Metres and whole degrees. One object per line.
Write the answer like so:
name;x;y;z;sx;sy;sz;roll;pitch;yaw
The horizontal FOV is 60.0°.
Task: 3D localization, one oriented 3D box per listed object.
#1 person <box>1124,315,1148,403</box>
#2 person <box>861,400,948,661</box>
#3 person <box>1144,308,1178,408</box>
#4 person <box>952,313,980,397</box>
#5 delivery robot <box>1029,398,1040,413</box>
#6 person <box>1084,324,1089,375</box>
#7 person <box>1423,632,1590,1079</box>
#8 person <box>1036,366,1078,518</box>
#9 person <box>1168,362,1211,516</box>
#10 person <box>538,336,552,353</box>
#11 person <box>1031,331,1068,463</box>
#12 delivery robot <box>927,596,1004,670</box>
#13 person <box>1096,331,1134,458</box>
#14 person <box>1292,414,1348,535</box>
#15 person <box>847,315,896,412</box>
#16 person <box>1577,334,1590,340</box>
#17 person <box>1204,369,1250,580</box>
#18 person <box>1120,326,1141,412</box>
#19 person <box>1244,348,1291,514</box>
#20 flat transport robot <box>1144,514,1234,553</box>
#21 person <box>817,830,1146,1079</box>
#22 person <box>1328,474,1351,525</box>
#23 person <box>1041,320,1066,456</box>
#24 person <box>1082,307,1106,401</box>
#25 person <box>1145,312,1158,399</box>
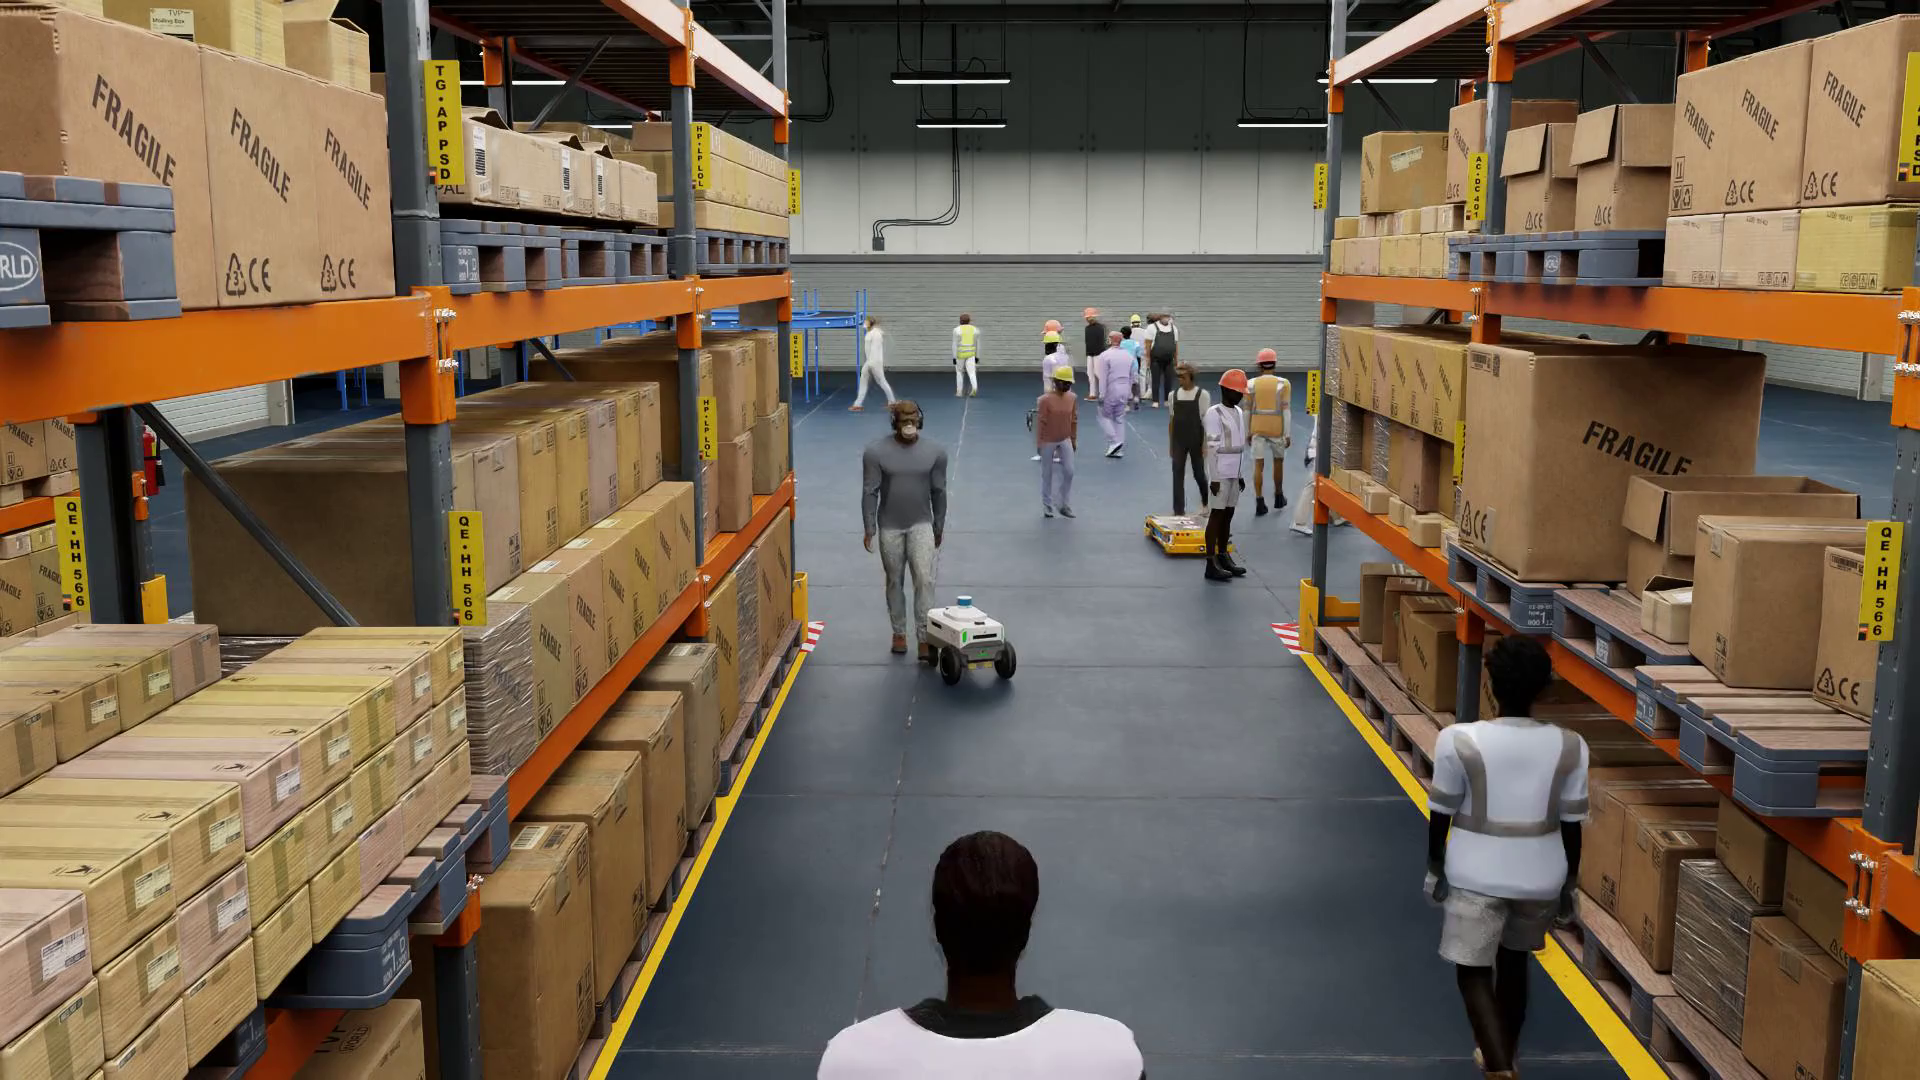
person;3.647;-3.762;34.535;0.589;1.822;0.403;-2;10;-12
person;-0.399;-0.062;12.146;0.638;1.899;0.948;0;9;-3
person;4.065;-3.656;33.370;0.722;2.000;0.535;-3;10;-15
person;0.137;-3.983;35.902;0.628;1.816;0.865;-3;10;-17
delivery robot;1.397;-2.367;29.035;0.335;0.223;0.698;2;10;9
person;3.335;-5.055;42.882;0.525;1.618;0.534;3;10;15
person;1.841;1.155;5.557;0.536;1.670;0.772;0;9;0
person;1.117;-1.108;18.891;0.542;1.729;0.670;-3;10;-19
person;2.569;-1.093;18.633;0.532;1.806;0.828;5;11;26
person;-10.971;-5.222;43.840;0.278;1.633;0.507;8;13;41
person;1.318;-2.077;24.199;0.728;1.900;0.591;8;12;40
delivery robot;0.033;0.641;11.794;0.477;0.478;0.707;-4;10;-23
person;2.294;-2.161;24.773;0.691;1.885;0.412;-7;12;-35
person;3.951;-0.873;17.932;0.867;1.581;0.588;-3;10;-17
person;-1.680;-3.448;32.472;1.015;1.890;0.647;-4;10;-22
person;10.563;-2.661;28.315;0.532;1.696;0.319;1;10;8
person;2.477;-0.613;15.354;0.372;1.928;0.543;7;12;36
person;3.265;-3.322;32.299;0.524;1.680;0.387;-2;10;-10
person;3.618;-1.282;19.442;0.555;1.897;0.890;4;10;21
flat transport robot;2.354;-0.076;17.219;0.652;0.197;1.431;-1;9;-4
person;0.043;1.464;2.998;0.595;1.902;0.618;0;9;1
person;4.313;-1.163;18.589;0.394;1.947;0.604;5;11;28
person;1.412;-2.292;25.073;0.388;2.039;0.615;0;9;-3
person;2.897;-3.898;34.950;0.708;1.958;0.658;-6;11;-31
person;4.111;-3.967;35.721;0.487;1.831;0.656;-6;11;-30
